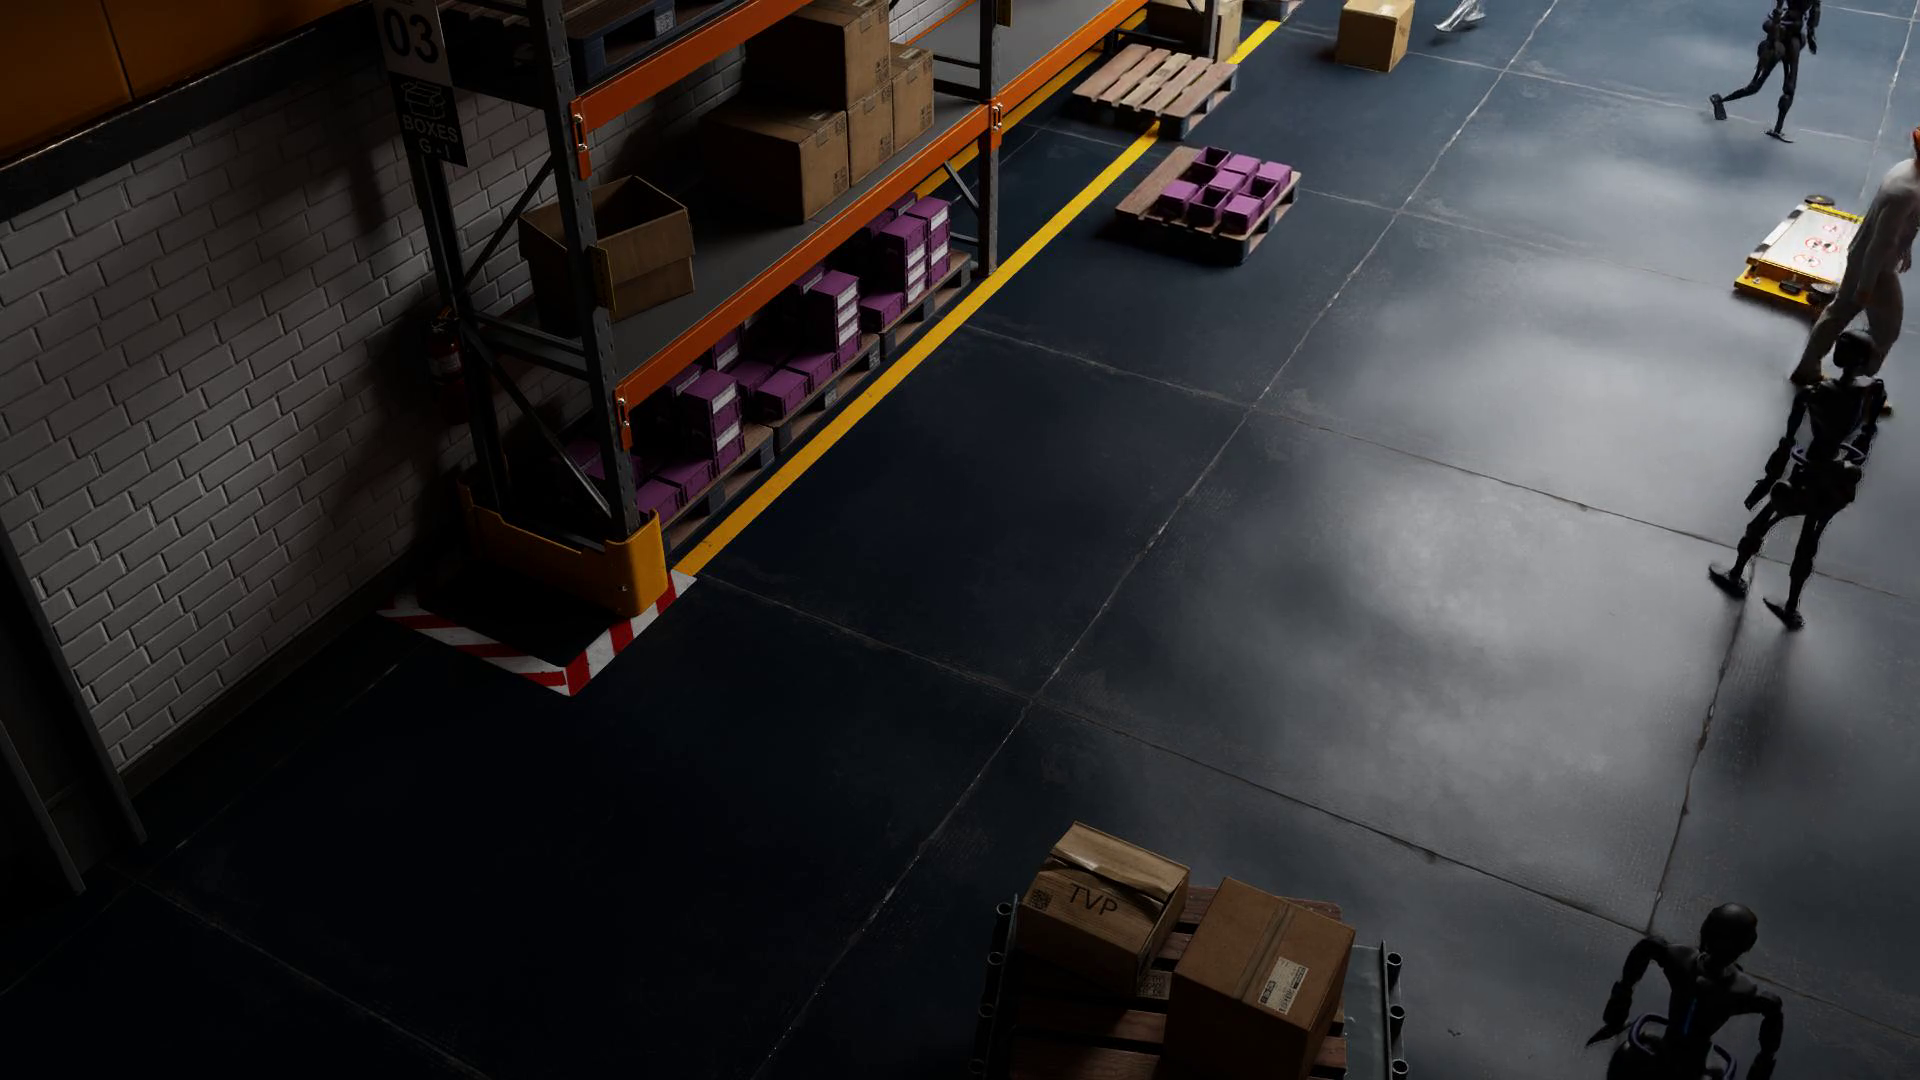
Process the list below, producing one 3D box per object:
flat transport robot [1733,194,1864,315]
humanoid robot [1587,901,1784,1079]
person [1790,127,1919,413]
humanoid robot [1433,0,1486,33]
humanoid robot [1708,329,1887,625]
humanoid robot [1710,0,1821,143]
[{"bbox_3d":[6.065,-2.017,11.741,0.659,0.231,1.431,28,46,30],"label":"flat transport robot"},{"bbox_3d":[2.499,1.854,5.820,0.597,1.624,0.758,27,46,30],"label":"humanoid robot"},{"bbox_3d":[5.619,-1.637,9.982,0.716,1.867,0.597,16,41,19],"label":"person"},{"bbox_3d":[4.626,-5.309,14.668,0.978,1.724,0.548,-22,44,-25],"label":"humanoid robot"},{"bbox_3d":[4.353,-0.349,8.538,0.603,1.635,0.600,-10,40,-12],"label":"humanoid robot"},{"bbox_3d":[6.489,-4.013,13.136,0.594,1.631,0.722,-22,44,-25],"label":"humanoid robot"}]
